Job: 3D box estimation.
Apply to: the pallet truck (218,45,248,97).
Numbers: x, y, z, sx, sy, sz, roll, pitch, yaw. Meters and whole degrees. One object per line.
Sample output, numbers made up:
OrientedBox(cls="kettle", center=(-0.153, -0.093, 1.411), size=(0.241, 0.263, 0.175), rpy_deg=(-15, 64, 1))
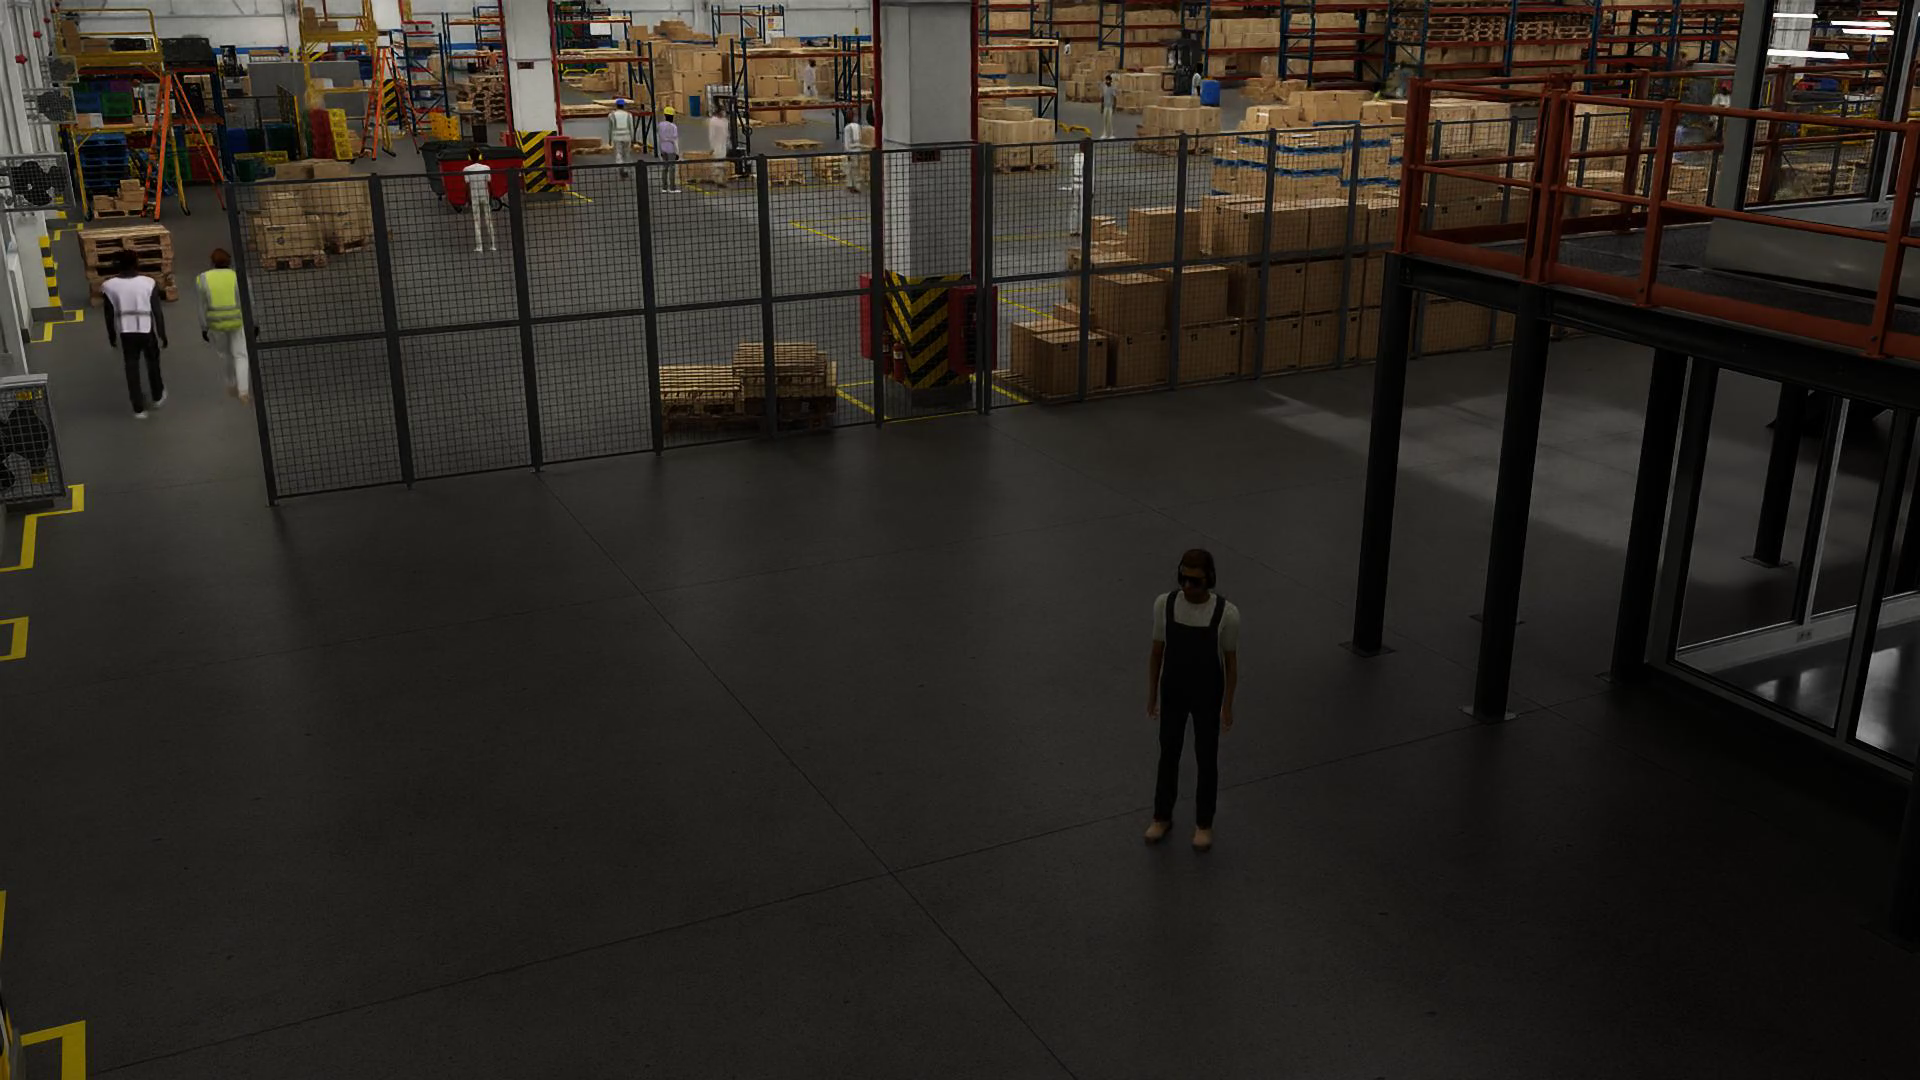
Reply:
OrientedBox(cls="pallet truck", center=(-28.879, -18.665, 66.111), size=(0.823, 1.965, 1.885), rpy_deg=(-3, 19, -9))

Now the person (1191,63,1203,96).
OrientedBox(cls="person", center=(7.732, -14.550, 54.228), size=(0.374, 1.966, 0.607), rpy_deg=(-2, 19, -5))

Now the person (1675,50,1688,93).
OrientedBox(cls="person", center=(29.463, -19.124, 67.865), size=(0.542, 1.706, 0.956), rpy_deg=(-14, 24, -35))

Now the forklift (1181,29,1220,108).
OrientedBox(cls="forklift", center=(8.168, -16.524, 58.571), size=(1.873, 2.768, 1.129), rpy_deg=(-9, 21, -25))

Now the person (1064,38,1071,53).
OrientedBox(cls="person", center=(5.102, -22.963, 79.018), size=(0.320, 1.697, 0.537), rpy_deg=(7, 20, 19))

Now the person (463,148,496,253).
OrientedBox(cls="person", center=(-8.631, -6.093, 29.871), size=(0.521, 1.865, 0.328), rpy_deg=(-9, 21, -24))

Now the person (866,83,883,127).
OrientedBox(cls="person", center=(-2.220, -11.098, 44.110), size=(0.536, 2.000, 0.682), rpy_deg=(-1, 19, -2))

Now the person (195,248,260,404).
OrientedBox(cls="person", center=(-8.647, -2.569, 19.733), size=(0.644, 1.806, 0.876), rpy_deg=(-6, 20, -16))

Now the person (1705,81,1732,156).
OrientedBox(cls="person", center=(20.539, -11.344, 44.849), size=(0.599, 2.020, 0.434), rpy_deg=(-10, 21, -27))

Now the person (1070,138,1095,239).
OrientedBox(cls="person", center=(2.307, -6.634, 31.426), size=(0.354, 1.876, 0.573), rpy_deg=(-17, 25, -40))

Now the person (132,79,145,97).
OrientedBox(cls="person", center=(-25.373, -13.405, 51.420), size=(0.522, 1.631, 0.324), rpy_deg=(6, 20, 16))

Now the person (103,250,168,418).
OrientedBox(cls="person", center=(-9.474, -2.395, 19.141), size=(0.649, 1.867, 0.942), rpy_deg=(-5, 20, -15))

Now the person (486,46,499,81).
OrientedBox(cls="person", center=(-20.173, -20.478, 71.816), size=(0.534, 1.698, 0.322), rpy_deg=(-14, 23, -35))

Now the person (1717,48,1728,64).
OrientedBox(cls="person", center=(31.295, -19.353, 68.513), size=(0.535, 1.718, 0.888), rpy_deg=(-5, 20, -14))

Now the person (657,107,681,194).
OrientedBox(cls="person", center=(-6.589, -8.845, 37.766), size=(0.585, 1.922, 0.391), rpy_deg=(13, 23, 34))

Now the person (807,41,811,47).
OrientedBox(cls="person", center=(-7.053, -22.329, 77.233), size=(0.832, 1.657, 0.538), rpy_deg=(18, 26, 41))

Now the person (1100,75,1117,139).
OrientedBox(cls="person", center=(4.441, -12.939, 49.725), size=(0.521, 1.858, 0.320), rpy_deg=(13, 23, 34))

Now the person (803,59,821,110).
OrientedBox(cls="person", center=(-5.369, -16.385, 59.824), size=(0.987, 1.785, 0.658), rpy_deg=(10, 22, 28))

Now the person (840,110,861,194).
OrientedBox(cls="person", center=(-2.473, -8.776, 37.645), size=(0.513, 1.865, 0.586), rpy_deg=(11, 22, 29))

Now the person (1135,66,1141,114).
OrientedBox(cls="person", center=(6.193, -15.708, 58.077), size=(0.525, 1.639, 0.307), rpy_deg=(-5, 20, -14))

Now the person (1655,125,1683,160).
OrientedBox(cls="person", center=(15.751, -8.589, 37.012), size=(0.560, 1.920, 0.502), rpy_deg=(18, 26, 41))

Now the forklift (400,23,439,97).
OrientedBox(cls="forklift", center=(-21.434, -18.926, 65.533), size=(1.129, 2.768, 1.873), rpy_deg=(-9, 21, -25))

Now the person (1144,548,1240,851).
OrientedBox(cls="person", center=(1.335, 0.912, 9.591), size=(0.507, 1.845, 0.339), rpy_deg=(7, 20, 20))

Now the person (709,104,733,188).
OrientedBox(cls="person", center=(-5.542, -9.116, 38.546), size=(0.438, 1.919, 0.628), rpy_deg=(9, 21, 23))

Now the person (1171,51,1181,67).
OrientedBox(cls="person", center=(8.124, -17.491, 62.850), size=(0.809, 1.914, 0.634), rpy_deg=(18, 26, 42))

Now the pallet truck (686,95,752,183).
OrientedBox(cls="pallet truck", center=(-5.836, -9.608, 39.856), size=(0.823, 1.965, 1.885), rpy_deg=(10, 22, 27))

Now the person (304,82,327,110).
OrientedBox(cls="person", center=(-18.305, -12.109, 47.274), size=(0.620, 1.892, 0.611), rpy_deg=(10, 21, 26))

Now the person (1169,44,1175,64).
OrientedBox(cls="person", center=(9.134, -20.554, 71.758), size=(0.562, 1.889, 0.986), rpy_deg=(14, 24, 35))

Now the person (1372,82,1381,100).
OrientedBox(cls="person", center=(12.337, -12.781, 49.513), size=(0.369, 1.681, 0.554), rpy_deg=(7, 20, 19))

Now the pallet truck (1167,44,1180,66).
OrientedBox(cls="pallet truck", center=(9.045, -19.971, 69.895), size=(0.823, 1.965, 1.885), rpy_deg=(-3, 19, -8))

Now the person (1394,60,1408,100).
OrientedBox(cls="person", center=(14.983, -15.334, 56.564), size=(0.466, 1.920, 0.647), rpy_deg=(3, 19, 7))

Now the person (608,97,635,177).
OrientedBox(cls="person", center=(-8.227, -9.791, 40.485), size=(0.625, 1.929, 0.543), rpy_deg=(-7, 20, -19))

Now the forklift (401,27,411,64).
OrientedBox(cls="forklift", center=(-20.467, -17.234, 60.629), size=(1.873, 2.768, 1.129), rpy_deg=(15, 24, 36))
